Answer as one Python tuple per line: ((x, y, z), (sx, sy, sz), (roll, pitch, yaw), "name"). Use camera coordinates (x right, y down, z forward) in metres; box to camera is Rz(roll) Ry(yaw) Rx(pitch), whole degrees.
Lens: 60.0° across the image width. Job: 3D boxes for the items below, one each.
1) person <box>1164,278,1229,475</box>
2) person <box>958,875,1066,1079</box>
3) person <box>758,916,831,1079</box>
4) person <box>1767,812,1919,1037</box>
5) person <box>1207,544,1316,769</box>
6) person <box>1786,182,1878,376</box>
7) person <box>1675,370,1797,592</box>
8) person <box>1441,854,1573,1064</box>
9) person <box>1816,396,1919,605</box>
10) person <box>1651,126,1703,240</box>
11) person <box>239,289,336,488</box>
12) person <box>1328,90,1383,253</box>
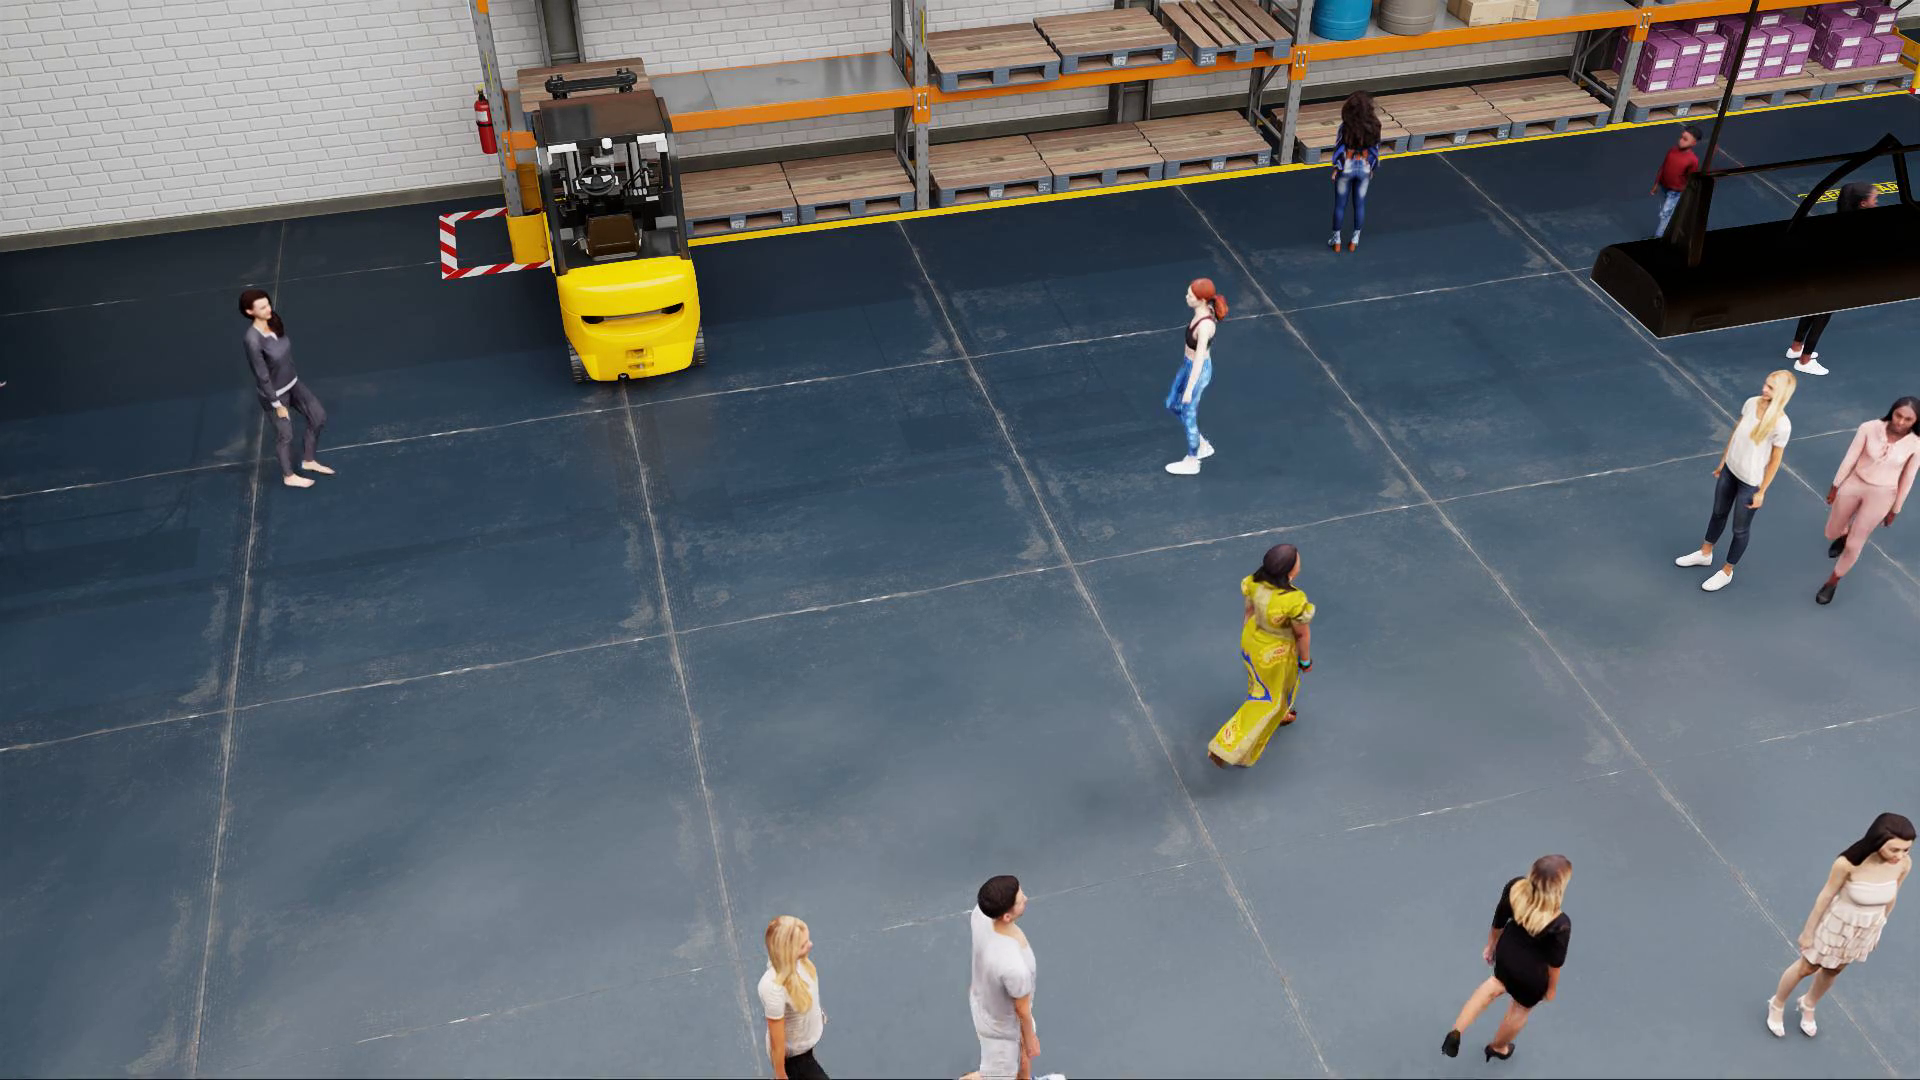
((1.918, -1.240, 12.900), (0.751, 1.773, 0.684), (4, 39, 5), "person")
((0.126, 2.378, 8.313), (1.115, 1.833, 0.660), (-10, 40, -13), "person")
((-0.916, 2.476, 8.203), (0.688, 1.817, 0.706), (1, 39, 2), "person")
((4.666, 2.045, 8.809), (0.526, 1.734, 0.669), (-1, 39, -2), "person")
((1.908, 0.757, 10.515), (1.235, 1.628, 0.951), (-22, 43, -25), "person")
((7.459, -2.250, 14.192), (0.701, 1.728, 0.694), (5, 39, 6), "person")
((5.607, -0.443, 11.864), (0.496, 1.809, 0.592), (-10, 40, -12), "person")
((2.853, 2.238, 8.623), (0.794, 1.664, 0.647), (-18, 42, -22), "person")
((6.454, -0.336, 11.813), (0.903, 1.706, 1.004), (27, 46, 29), "person")
((6.933, -3.422, 16.046), (0.833, 1.246, 0.566), (-15, 41, -18), "person")
((-5.315, -1.157, 12.802), (0.759, 1.755, 0.734), (4, 39, 4), "person")
((3.757, -3.519, 15.867), (0.589, 1.621, 0.727), (2, 39, 2), "person")
